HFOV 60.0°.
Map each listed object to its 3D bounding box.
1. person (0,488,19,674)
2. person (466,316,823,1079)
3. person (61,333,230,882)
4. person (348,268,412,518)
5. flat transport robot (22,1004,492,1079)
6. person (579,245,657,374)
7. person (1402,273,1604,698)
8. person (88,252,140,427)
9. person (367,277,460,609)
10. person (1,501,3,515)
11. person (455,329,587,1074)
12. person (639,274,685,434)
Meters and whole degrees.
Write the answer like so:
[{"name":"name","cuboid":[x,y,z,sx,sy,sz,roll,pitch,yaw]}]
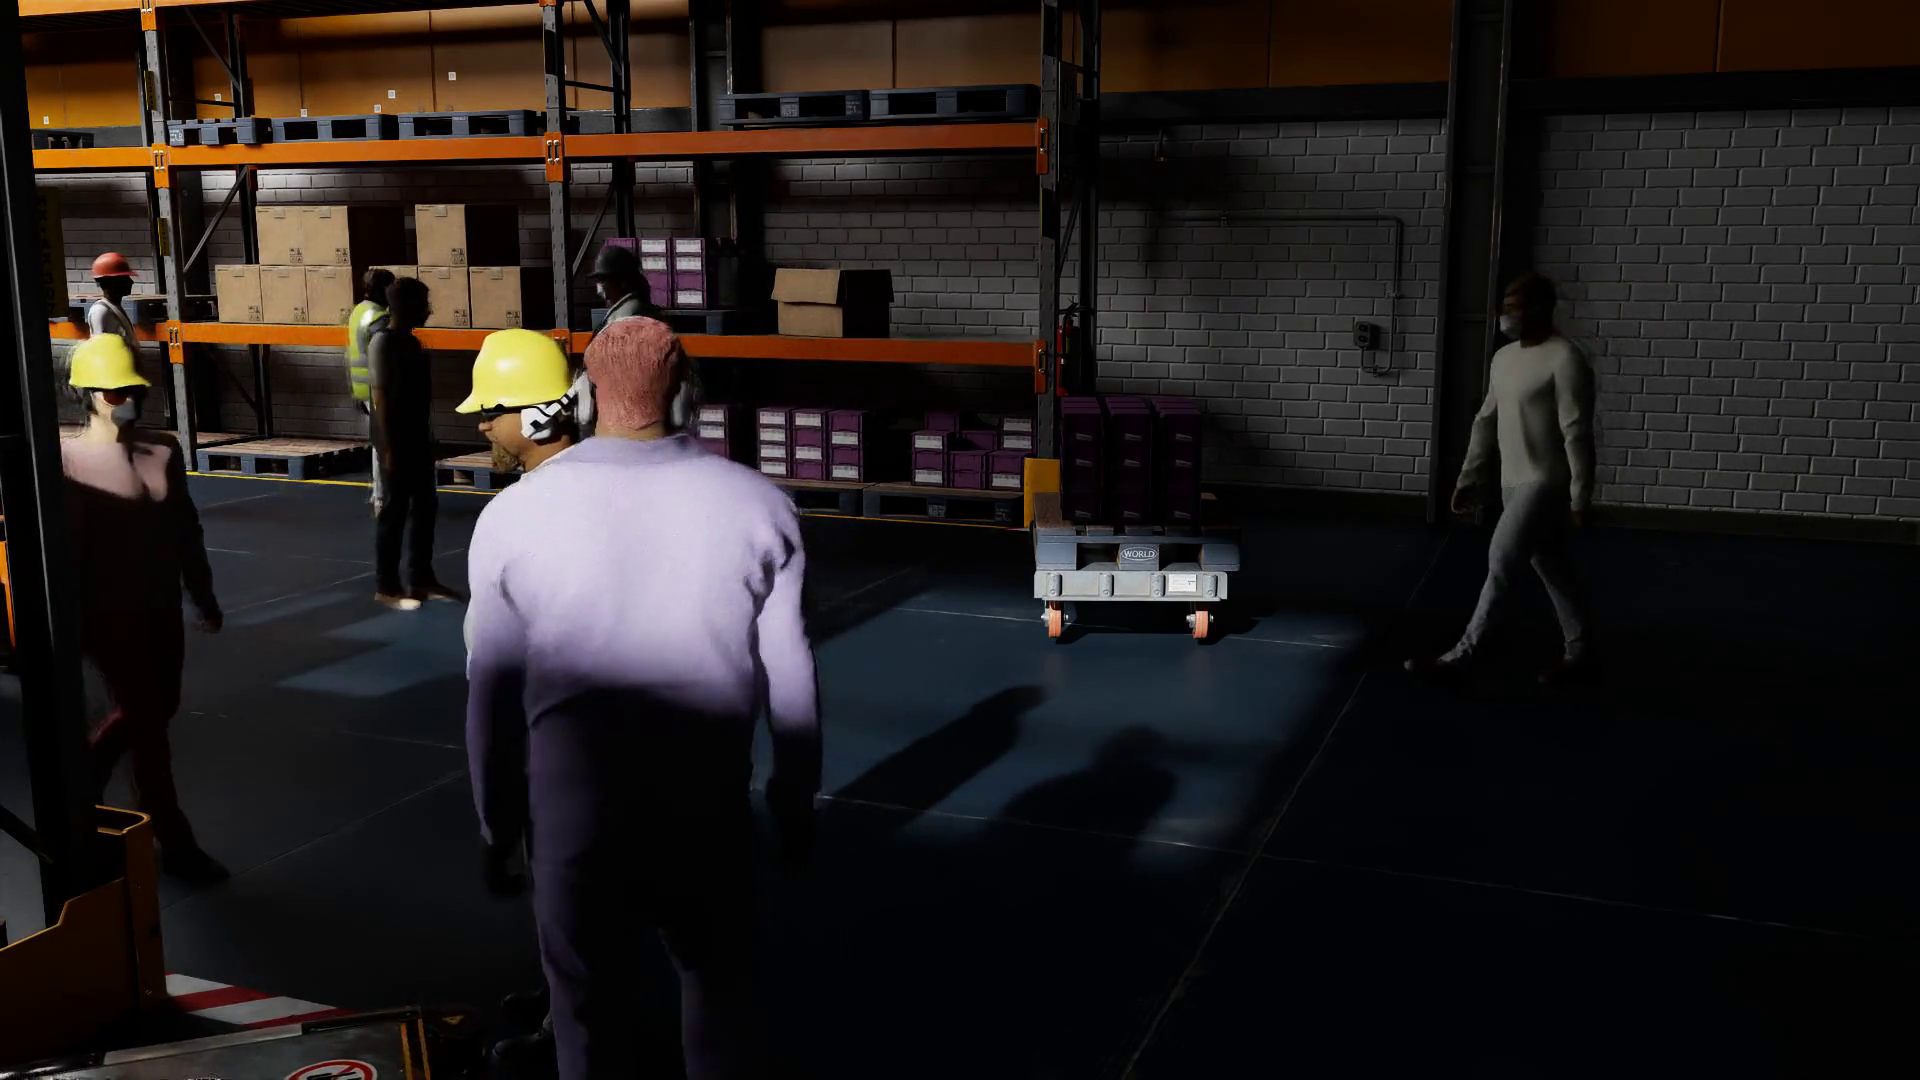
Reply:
[{"name":"person","cuboid":[-4.614,-0.294,7.583,0.376,1.940,0.627,4,11,23]},{"name":"person","cuboid":[-0.606,0.513,3.242,0.681,1.879,0.483,-3,11,-16]},{"name":"person","cuboid":[-2.705,0.204,5.342,0.782,1.740,0.521,3,11,18]},{"name":"person","cuboid":[-4.196,-1.066,12.202,0.491,1.829,0.635,-6,12,-30]},{"name":"flat transport robot","cuboid":[-1.697,1.280,3.453,1.431,0.197,0.652,-4,11,-21]},{"name":"person","cuboid":[-2.117,-0.906,10.707,0.667,2.000,0.701,-3,11,-15]},{"name":"person","cuboid":[2.496,-0.236,7.426,1.055,1.878,0.650,-2,10,-9]},{"name":"person","cuboid":[-6.133,-1.118,12.165,0.353,1.942,0.543,-3,11,-16]},{"name":"person","cuboid":[-3.071,-0.516,9.190,0.353,1.832,0.524,2,10,8]},{"name":"person","cuboid":[-5.190,-0.431,8.627,0.404,1.837,0.593,9,14,42]},{"name":"person","cuboid":[-1.000,0.396,4.080,0.404,1.820,0.593,-1,10,-5]},{"name":"person","cuboid":[-2.168,-0.916,11.455,0.663,1.808,0.652,0,10,0]}]
